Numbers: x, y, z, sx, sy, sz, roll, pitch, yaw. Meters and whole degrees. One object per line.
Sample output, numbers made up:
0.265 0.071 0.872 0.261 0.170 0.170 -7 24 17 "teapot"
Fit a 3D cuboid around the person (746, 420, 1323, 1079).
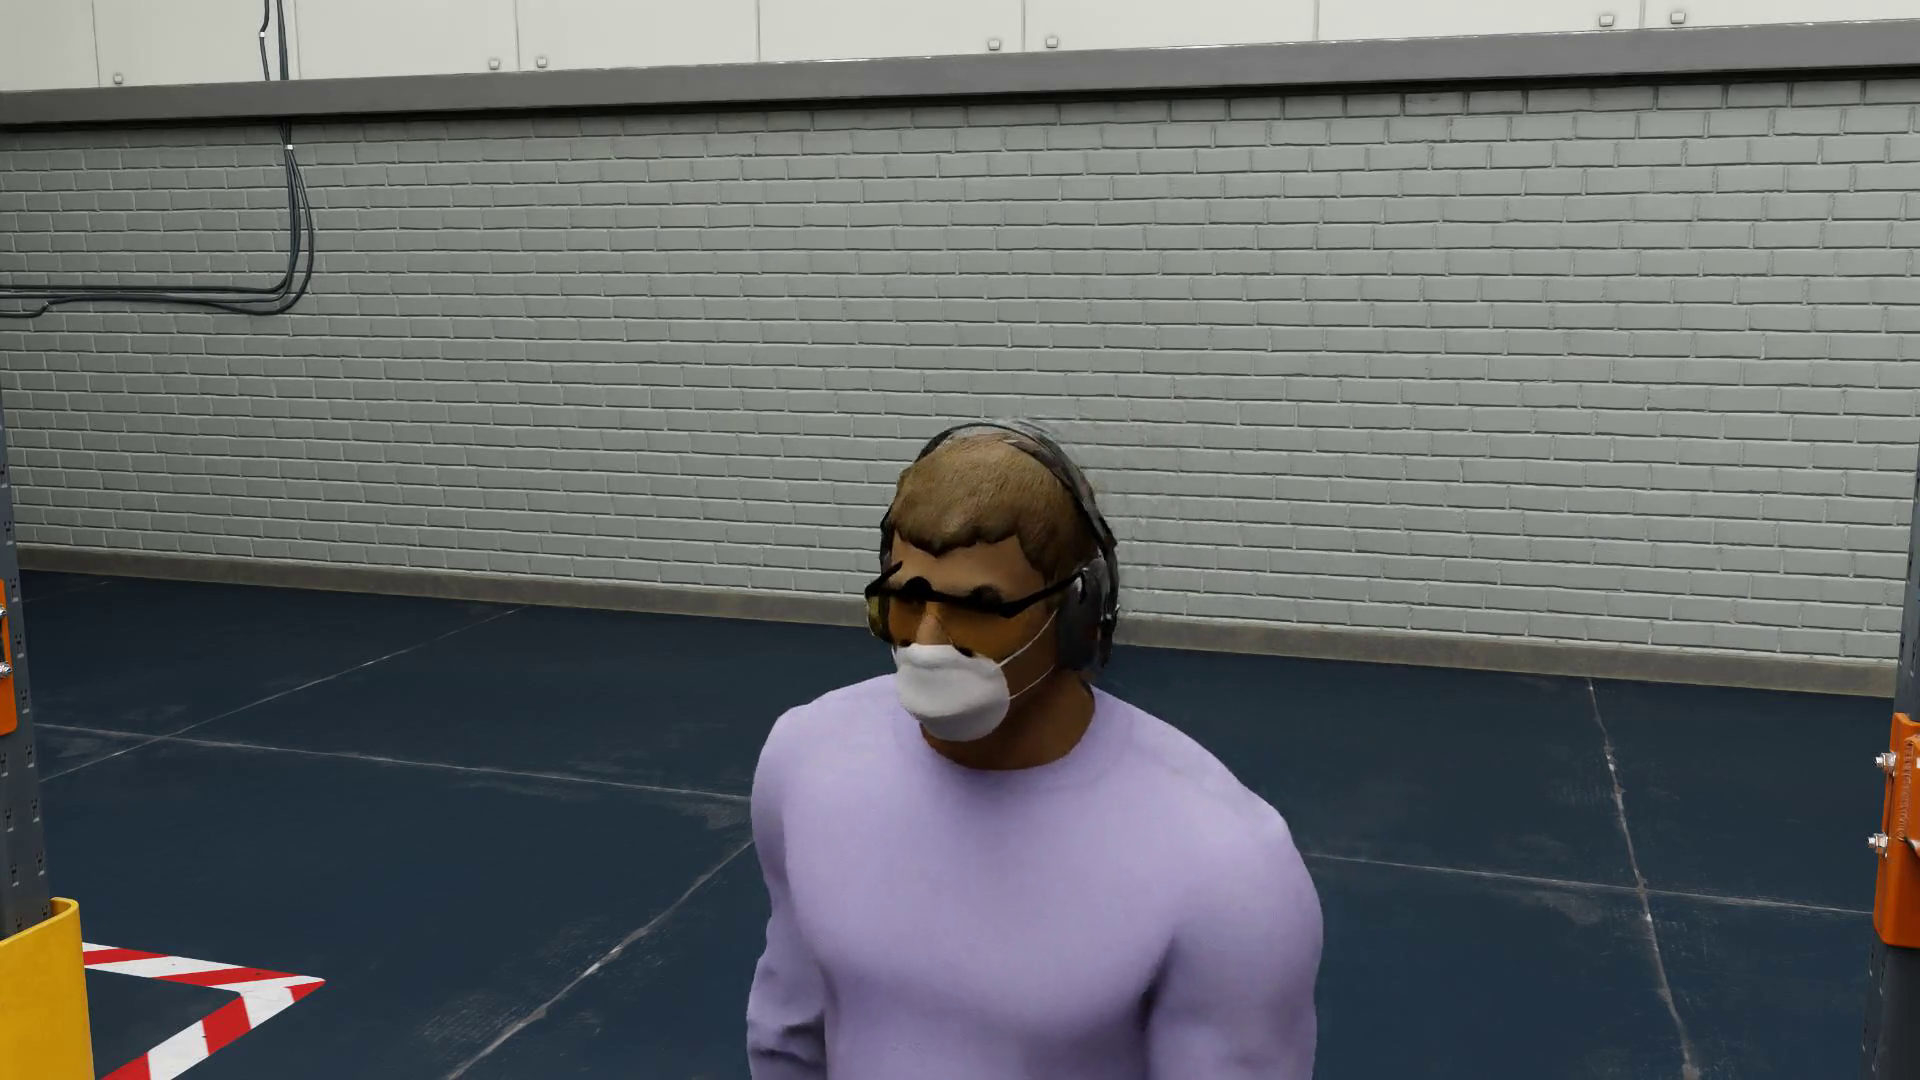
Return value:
0.028 0.838 1.689 0.666 1.922 0.449 6 11 30 "person"
